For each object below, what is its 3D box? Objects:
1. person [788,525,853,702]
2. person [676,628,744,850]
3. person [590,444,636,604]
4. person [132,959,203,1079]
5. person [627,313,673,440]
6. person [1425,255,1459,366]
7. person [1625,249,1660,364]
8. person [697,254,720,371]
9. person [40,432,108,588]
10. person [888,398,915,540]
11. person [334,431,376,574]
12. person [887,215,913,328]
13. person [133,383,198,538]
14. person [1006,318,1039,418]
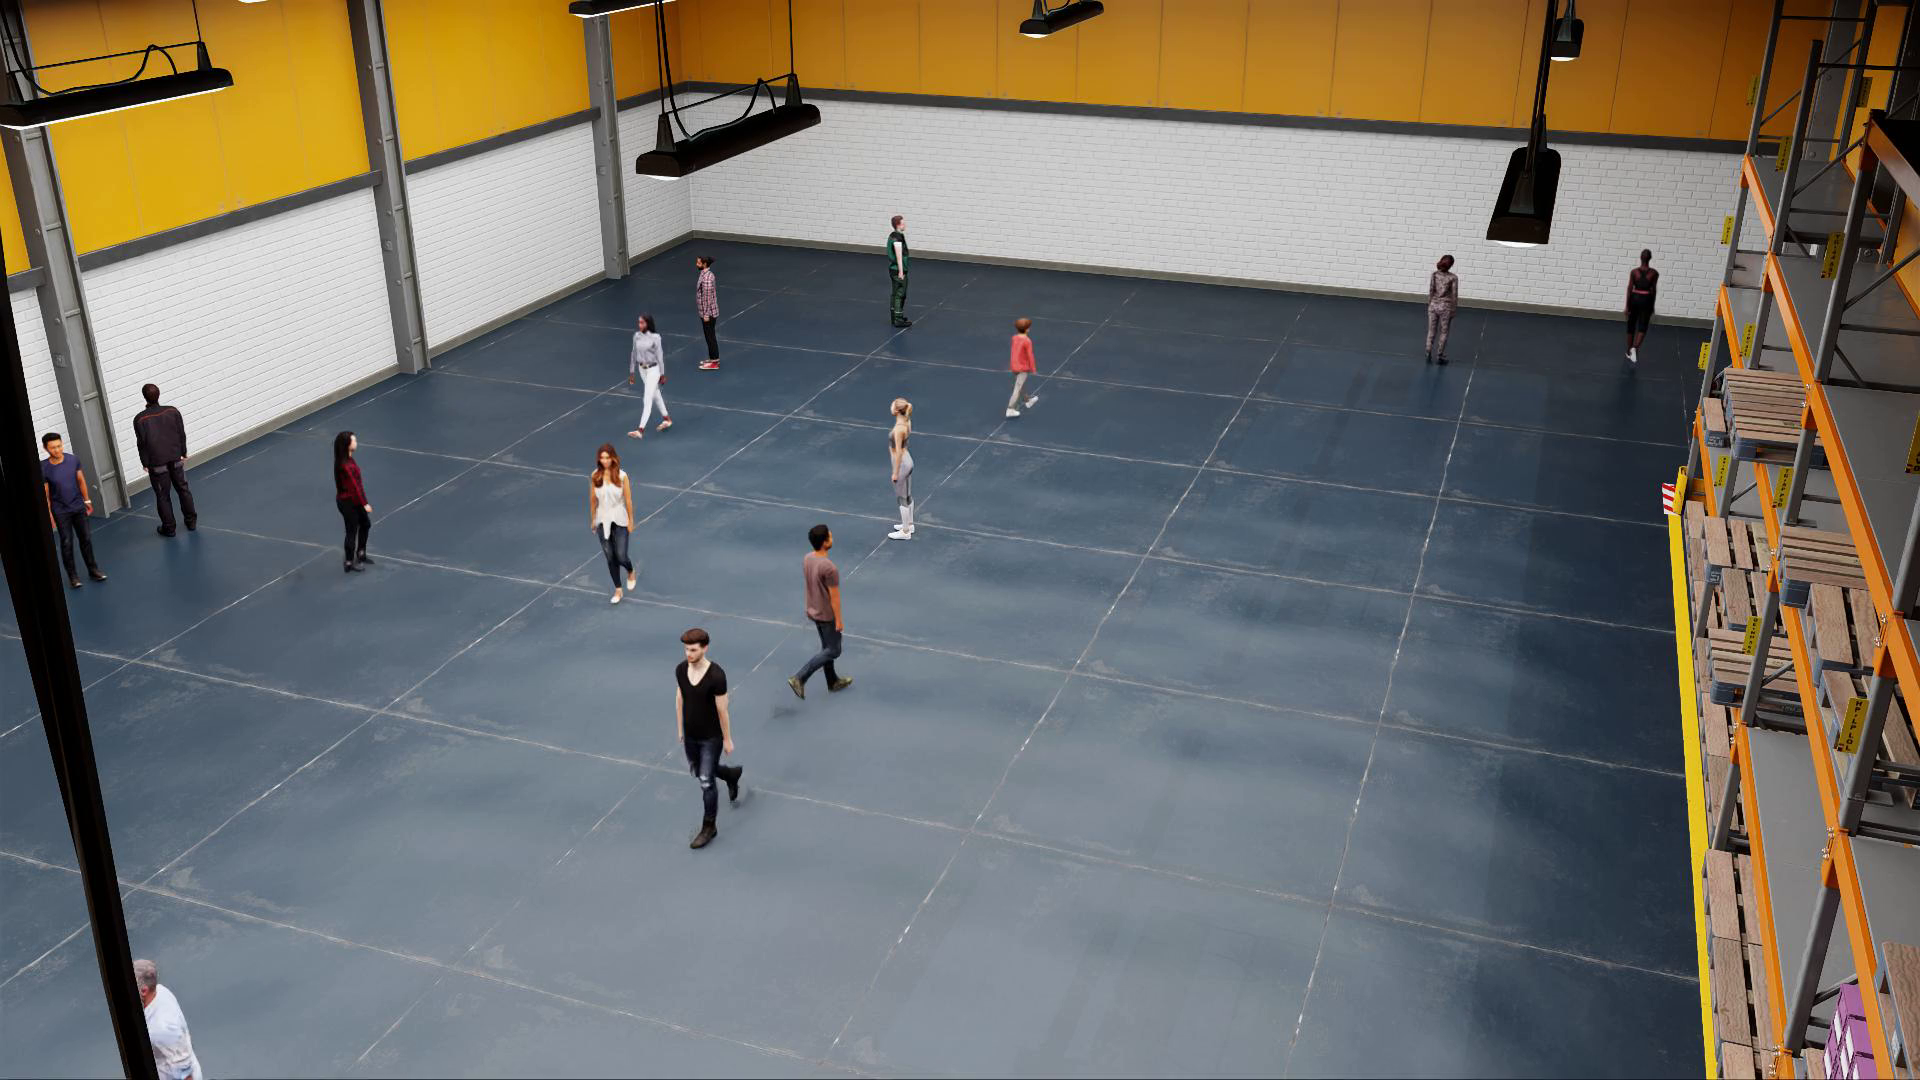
[{"bbox_3d":[-1.349,0.713,15.697,1.084,1.766,0.959,-16,28,-32],"label":"person"},{"bbox_3d":[-2.040,1.548,13.654,0.796,1.874,1.118,13,27,26],"label":"person"},{"bbox_3d":[-3.694,-0.208,17.794,0.670,1.775,0.743,3,24,6],"label":"person"},{"bbox_3d":[-4.619,3.221,9.943,1.248,1.781,1.117,-14,27,-30],"label":"person"},{"bbox_3d":[-4.150,-2.253,22.597,0.785,1.676,1.195,14,27,29],"label":"person"},{"bbox_3d":[7.374,-3.539,25.491,0.655,1.713,0.667,13,27,28],"label":"person"},{"bbox_3d":[10.442,-3.577,25.540,0.670,1.744,1.048,11,26,24],"label":"person"},{"bbox_3d":[-3.831,-3.483,25.304,0.836,1.759,0.735,-6,24,-13],"label":"person"},{"bbox_3d":[-9.727,-0.357,18.121,0.761,1.786,0.590,17,29,34],"label":"person"},{"bbox_3d":[-0.672,-0.838,19.326,0.642,1.702,0.474,6,24,13],"label":"person"},{"bbox_3d":[-6.832,-0.387,18.372,0.776,1.640,0.713,-9,25,-21],"label":"person"},{"bbox_3d":[-1.006,-4.445,27.403,0.798,1.841,0.712,-7,25,-16],"label":"person"},{"bbox_3d":[-9.284,-0.947,19.405,0.856,1.839,0.665,20,30,37],"label":"person"},{"bbox_3d":[0.802,-2.389,23.277,1.013,1.379,0.819,-20,30,-38],"label":"person"}]
